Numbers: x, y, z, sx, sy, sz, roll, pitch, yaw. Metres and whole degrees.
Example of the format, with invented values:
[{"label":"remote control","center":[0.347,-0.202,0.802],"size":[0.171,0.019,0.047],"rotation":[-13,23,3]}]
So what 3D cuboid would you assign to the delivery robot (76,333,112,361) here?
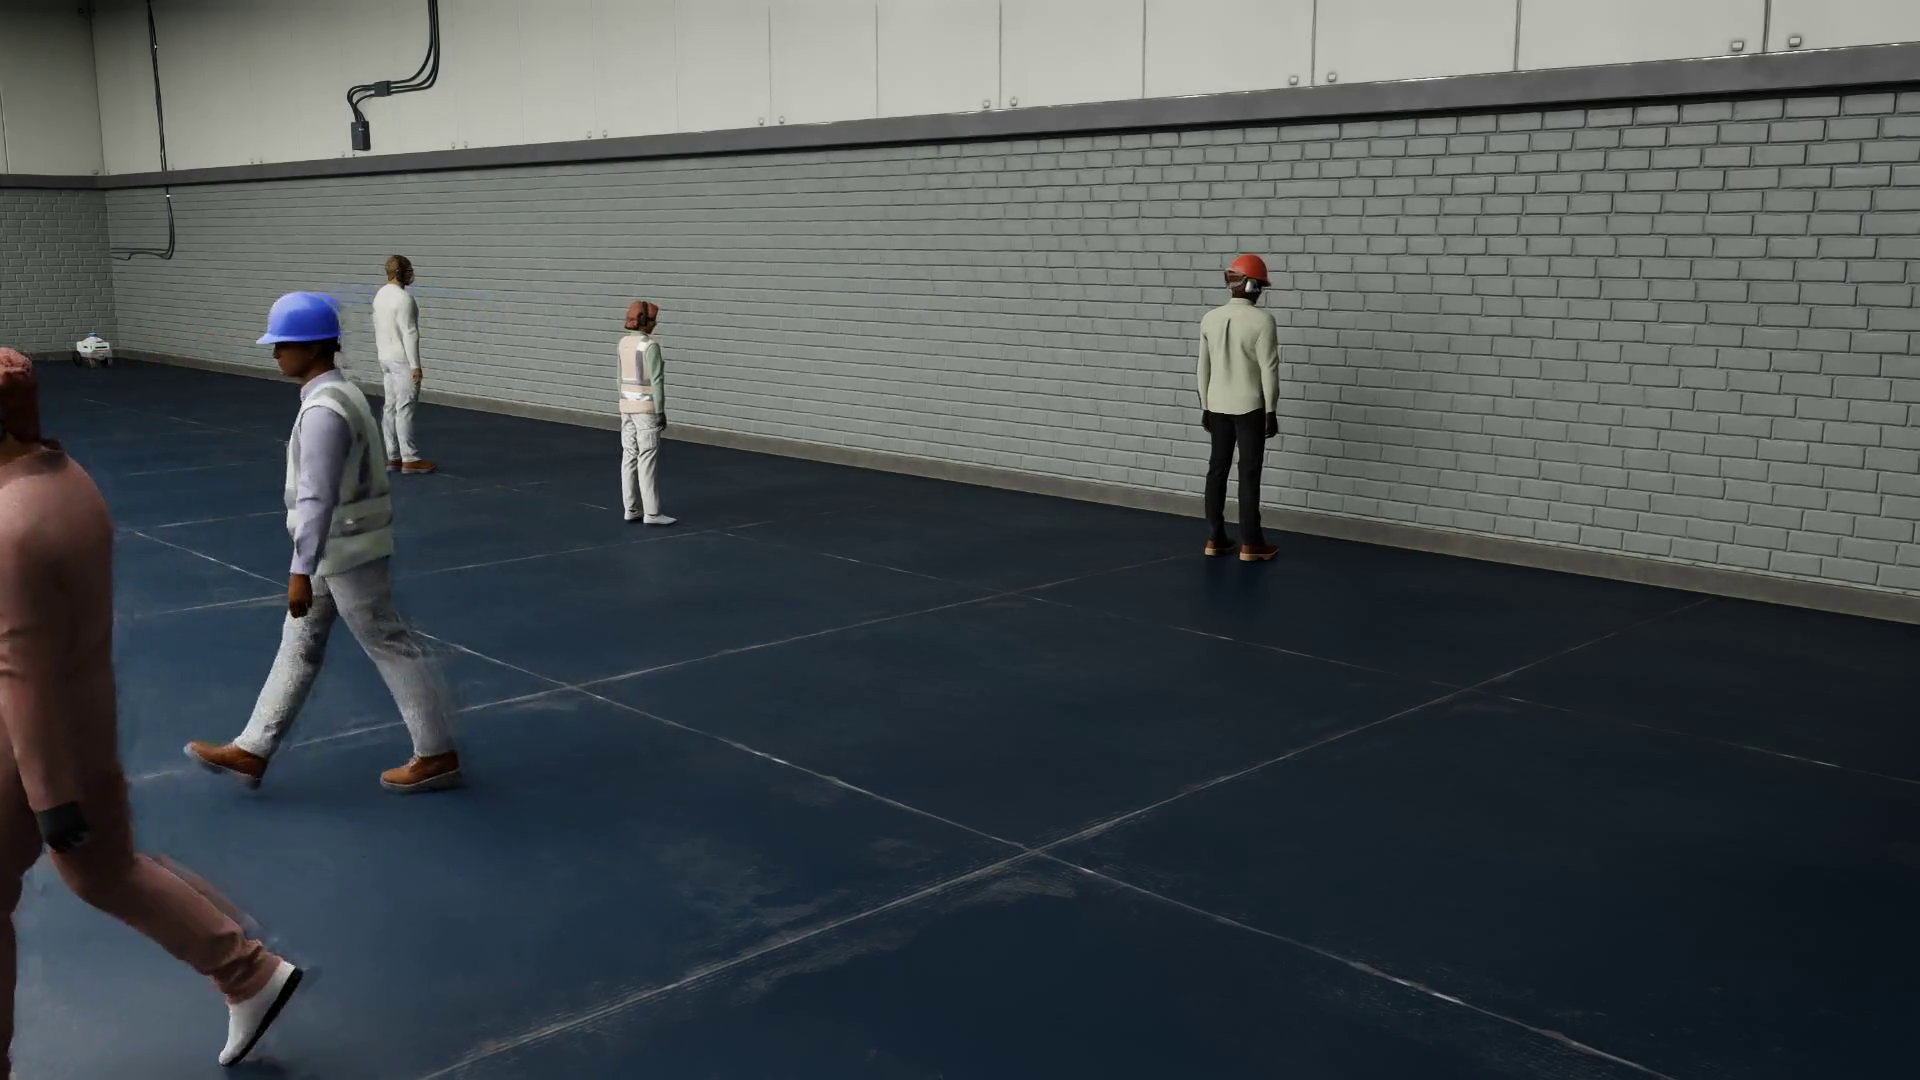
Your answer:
[{"label":"delivery robot","center":[-13.955,-3.092,26.803],"size":[0.477,0.478,0.707],"rotation":[-10,14,-44]}]

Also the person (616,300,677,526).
[{"label":"person","center":[-2.329,-0.928,12.185],"size":[0.314,1.639,0.514],"rotation":[-9,14,-42]}]

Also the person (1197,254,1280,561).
[{"label":"person","center":[1.845,-0.871,10.933],"size":[0.400,1.984,0.610],"rotation":[-9,14,-42]}]

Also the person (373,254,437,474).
[{"label":"person","center":[-5.012,-1.579,14.913],"size":[0.377,1.940,0.627],"rotation":[-9,14,-42]}]

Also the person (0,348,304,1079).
[{"label":"person","center":[-2.124,0.464,3.957],"size":[0.890,1.871,0.636],"rotation":[-2,11,-12]}]

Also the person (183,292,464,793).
[{"label":"person","center":[-2.389,0.041,6.179],"size":[1.033,1.891,0.629],"rotation":[-3,11,-18]}]
